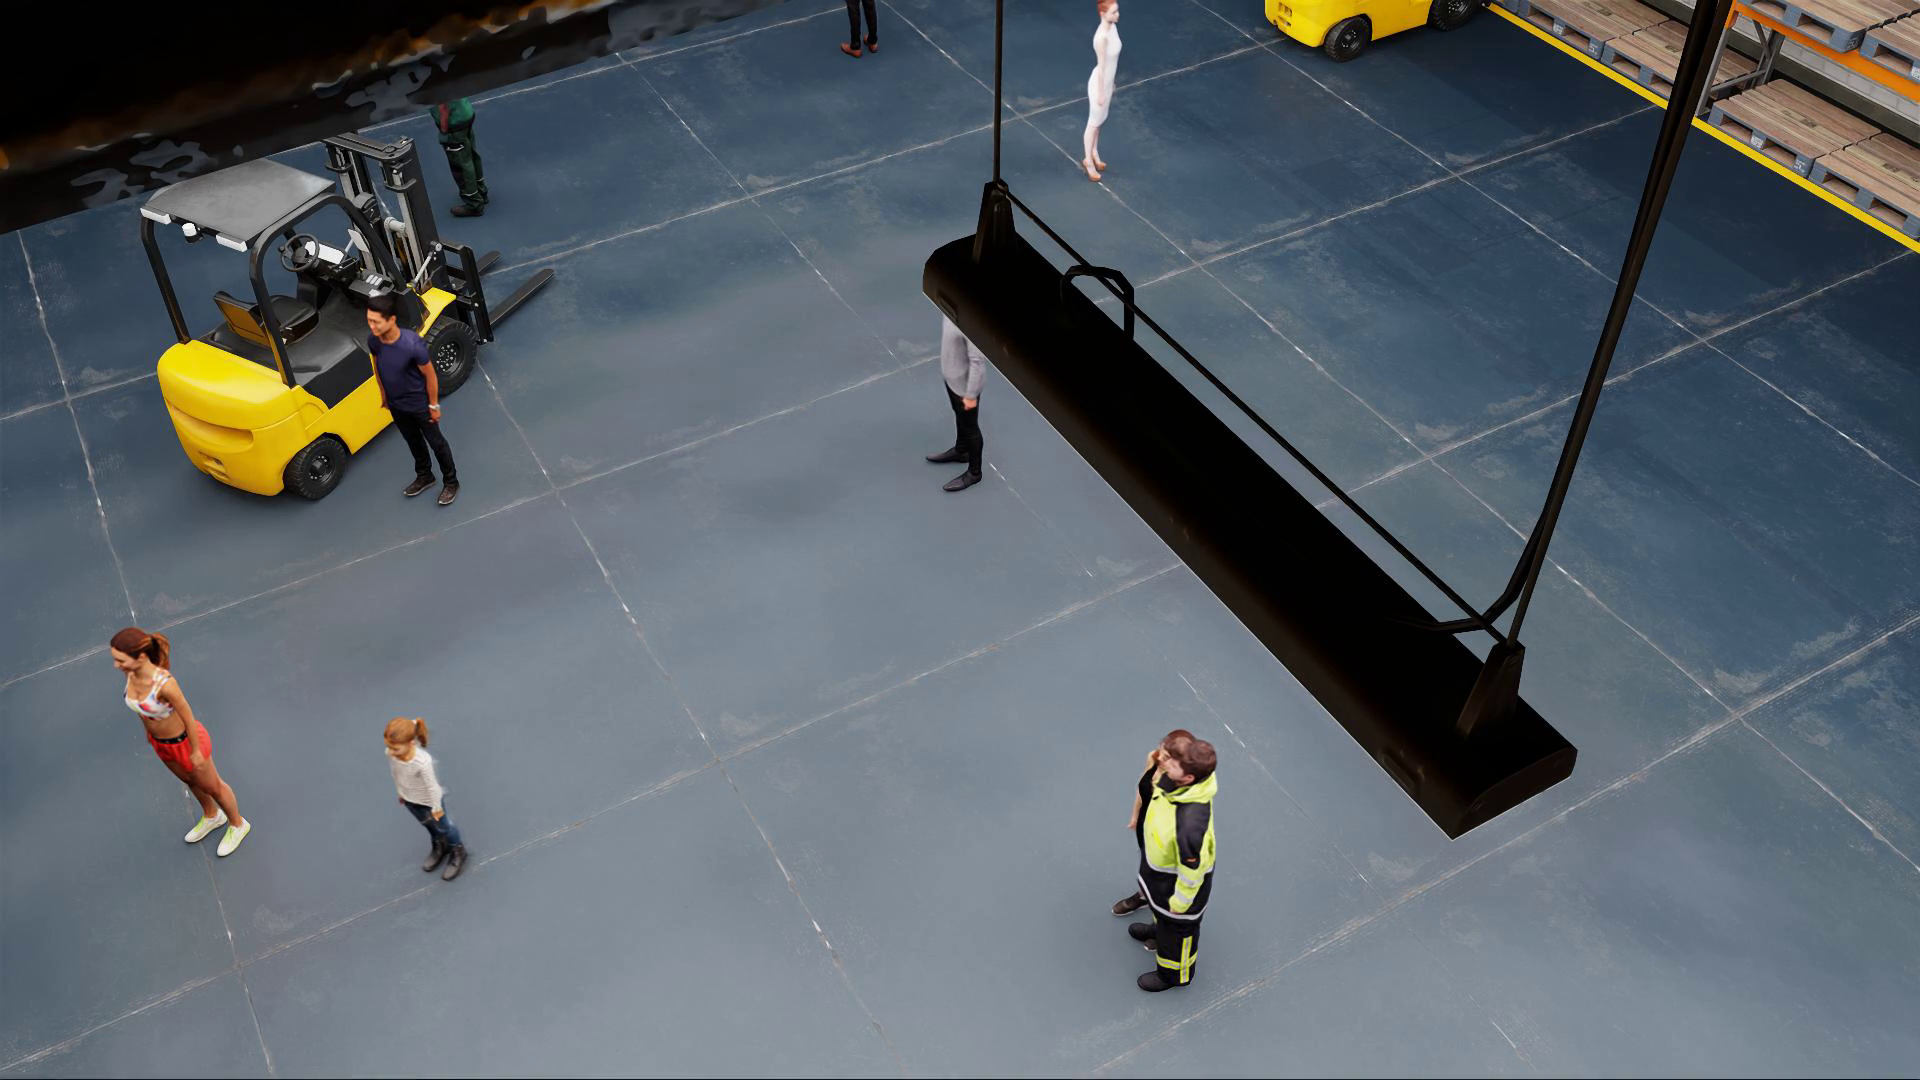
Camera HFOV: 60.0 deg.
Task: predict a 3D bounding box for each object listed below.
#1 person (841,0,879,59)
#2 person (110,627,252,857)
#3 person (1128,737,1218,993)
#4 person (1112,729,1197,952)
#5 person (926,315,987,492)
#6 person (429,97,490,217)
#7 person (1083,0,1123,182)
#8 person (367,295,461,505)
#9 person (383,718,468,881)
[{"bbox_3d":[-1.054,-5.846,16.908,0.714,1.881,0.568,-26,50,-25],"label":"person"},{"bbox_3d":[-4.523,1.150,9.629,0.651,1.792,0.732,20,47,19],"label":"person"},{"bbox_3d":[1.177,1.720,8.893,0.928,1.983,0.795,0,44,0],"label":"person"},{"bbox_3d":[1.135,1.620,9.183,0.631,1.726,0.453,-24,49,-23],"label":"person"},{"bbox_3d":[0.039,-1.206,12.007,0.859,1.923,0.668,-11,45,-12],"label":"person"},{"bbox_3d":[-4.478,-3.726,14.713,0.847,1.839,0.751,4,44,4],"label":"person"},{"bbox_3d":[1.284,-4.138,15.180,0.672,1.791,0.629,14,45,14],"label":"person"},{"bbox_3d":[-3.924,-1.016,11.903,0.683,1.791,0.773,15,46,15],"label":"person"},{"bbox_3d":[-3.108,1.473,9.636,0.529,1.313,0.603,21,47,21],"label":"person"}]
